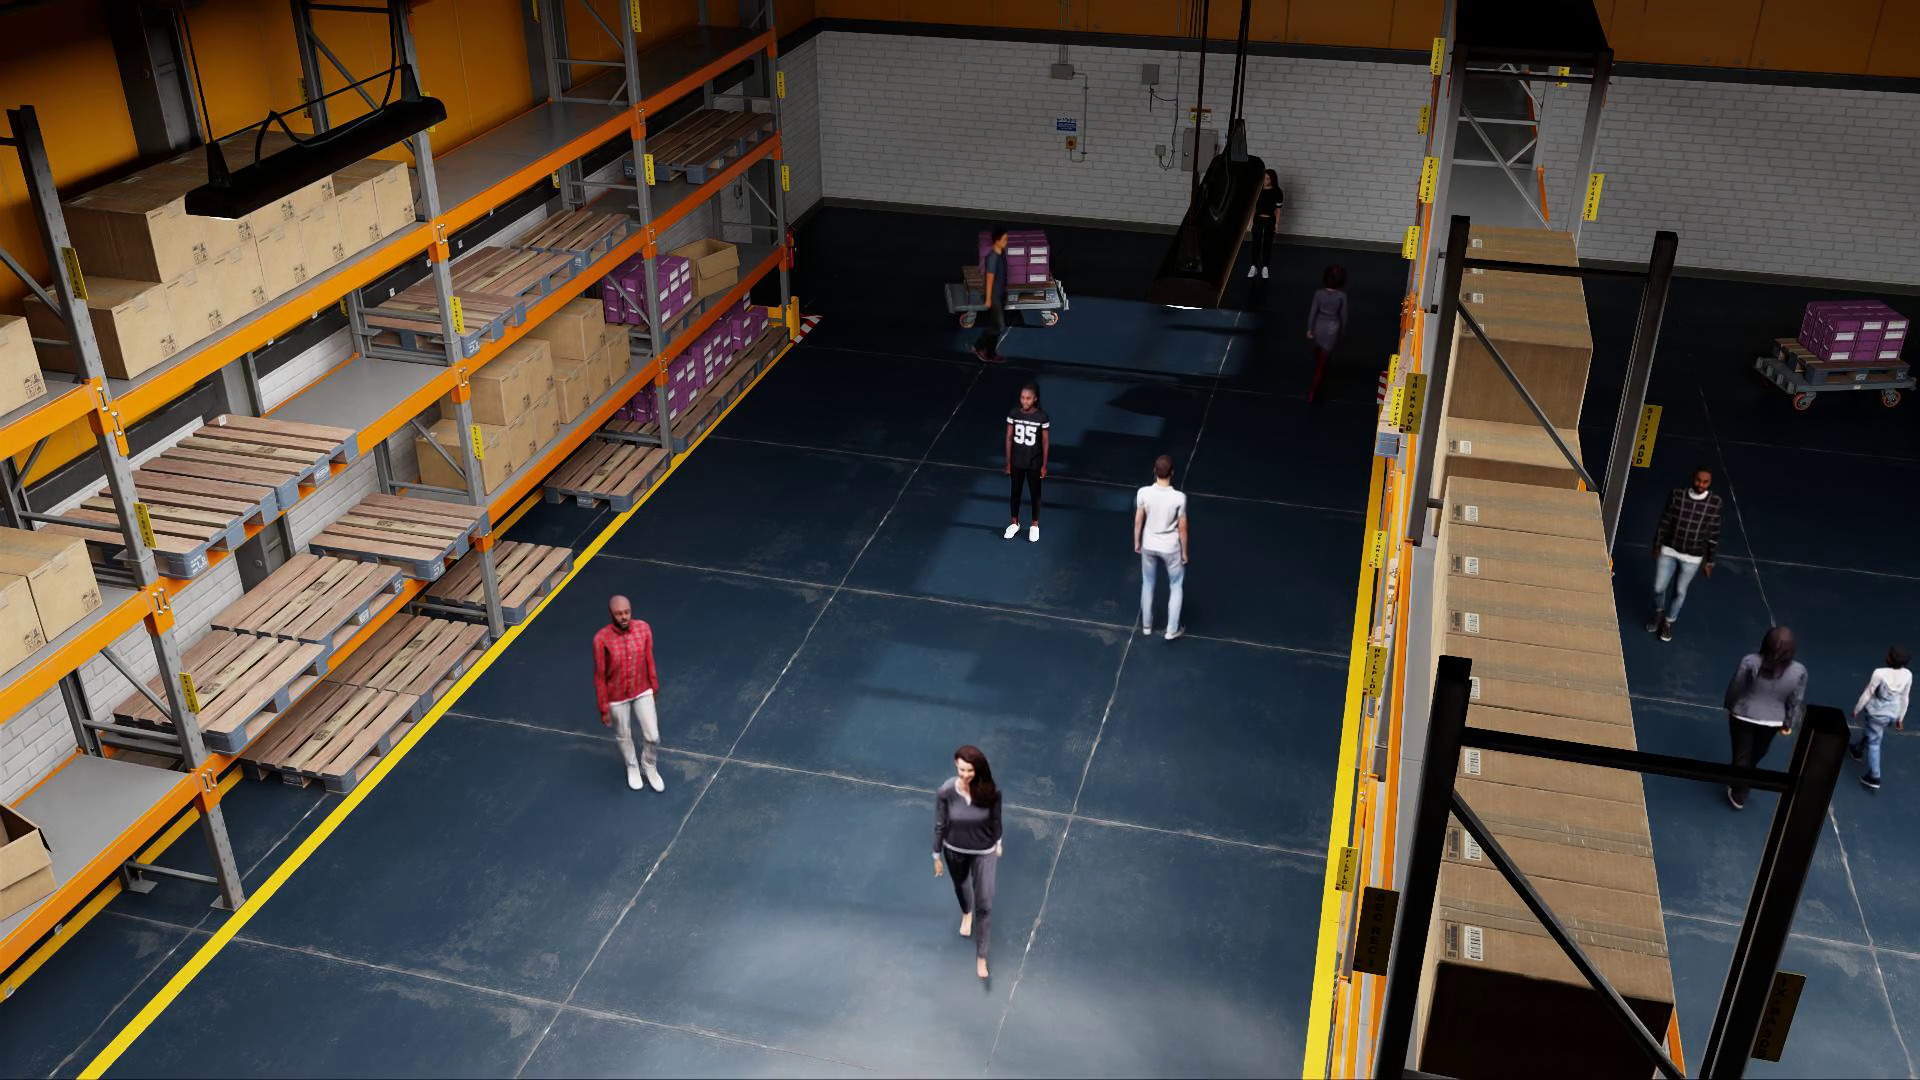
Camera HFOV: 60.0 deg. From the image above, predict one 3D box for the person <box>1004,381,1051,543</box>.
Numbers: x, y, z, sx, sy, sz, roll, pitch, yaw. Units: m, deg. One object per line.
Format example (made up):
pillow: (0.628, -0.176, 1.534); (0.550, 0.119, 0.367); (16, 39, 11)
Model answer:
person: (0.697, -0.817, 17.262); (0.599, 1.728, 0.552); (8, 30, 15)

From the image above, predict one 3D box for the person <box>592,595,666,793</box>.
person: (-2.729, 1.187, 13.506); (0.822, 1.807, 0.866); (-10, 30, -18)

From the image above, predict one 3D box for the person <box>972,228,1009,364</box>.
person: (0.366, -3.151, 21.473); (0.740, 1.794, 0.622); (11, 31, 20)

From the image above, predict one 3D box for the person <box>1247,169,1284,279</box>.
person: (4.476, -4.661, 24.403); (0.597, 1.638, 0.574); (8, 30, 15)

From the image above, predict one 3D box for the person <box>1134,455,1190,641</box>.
person: (1.862, 0.092, 15.468); (0.715, 1.850, 0.620); (11, 30, 19)

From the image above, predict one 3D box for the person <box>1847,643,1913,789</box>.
person: (7.570, 1.444, 13.628); (0.668, 1.240, 0.933); (-1, 29, -2)

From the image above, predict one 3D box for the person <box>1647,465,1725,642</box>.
person: (6.765, 0.070, 15.553); (0.767, 1.808, 0.718); (14, 31, 23)

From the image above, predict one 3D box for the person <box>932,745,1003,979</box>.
person: (0.067, 2.147, 11.824); (0.799, 1.733, 1.090); (1, 29, 1)

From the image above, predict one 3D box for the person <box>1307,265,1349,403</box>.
person: (4.472, -2.485, 20.385); (0.760, 1.666, 1.184); (13, 31, 23)

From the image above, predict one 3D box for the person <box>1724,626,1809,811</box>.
person: (6.387, 1.445, 13.284); (0.713, 1.566, 0.978); (4, 29, 8)
